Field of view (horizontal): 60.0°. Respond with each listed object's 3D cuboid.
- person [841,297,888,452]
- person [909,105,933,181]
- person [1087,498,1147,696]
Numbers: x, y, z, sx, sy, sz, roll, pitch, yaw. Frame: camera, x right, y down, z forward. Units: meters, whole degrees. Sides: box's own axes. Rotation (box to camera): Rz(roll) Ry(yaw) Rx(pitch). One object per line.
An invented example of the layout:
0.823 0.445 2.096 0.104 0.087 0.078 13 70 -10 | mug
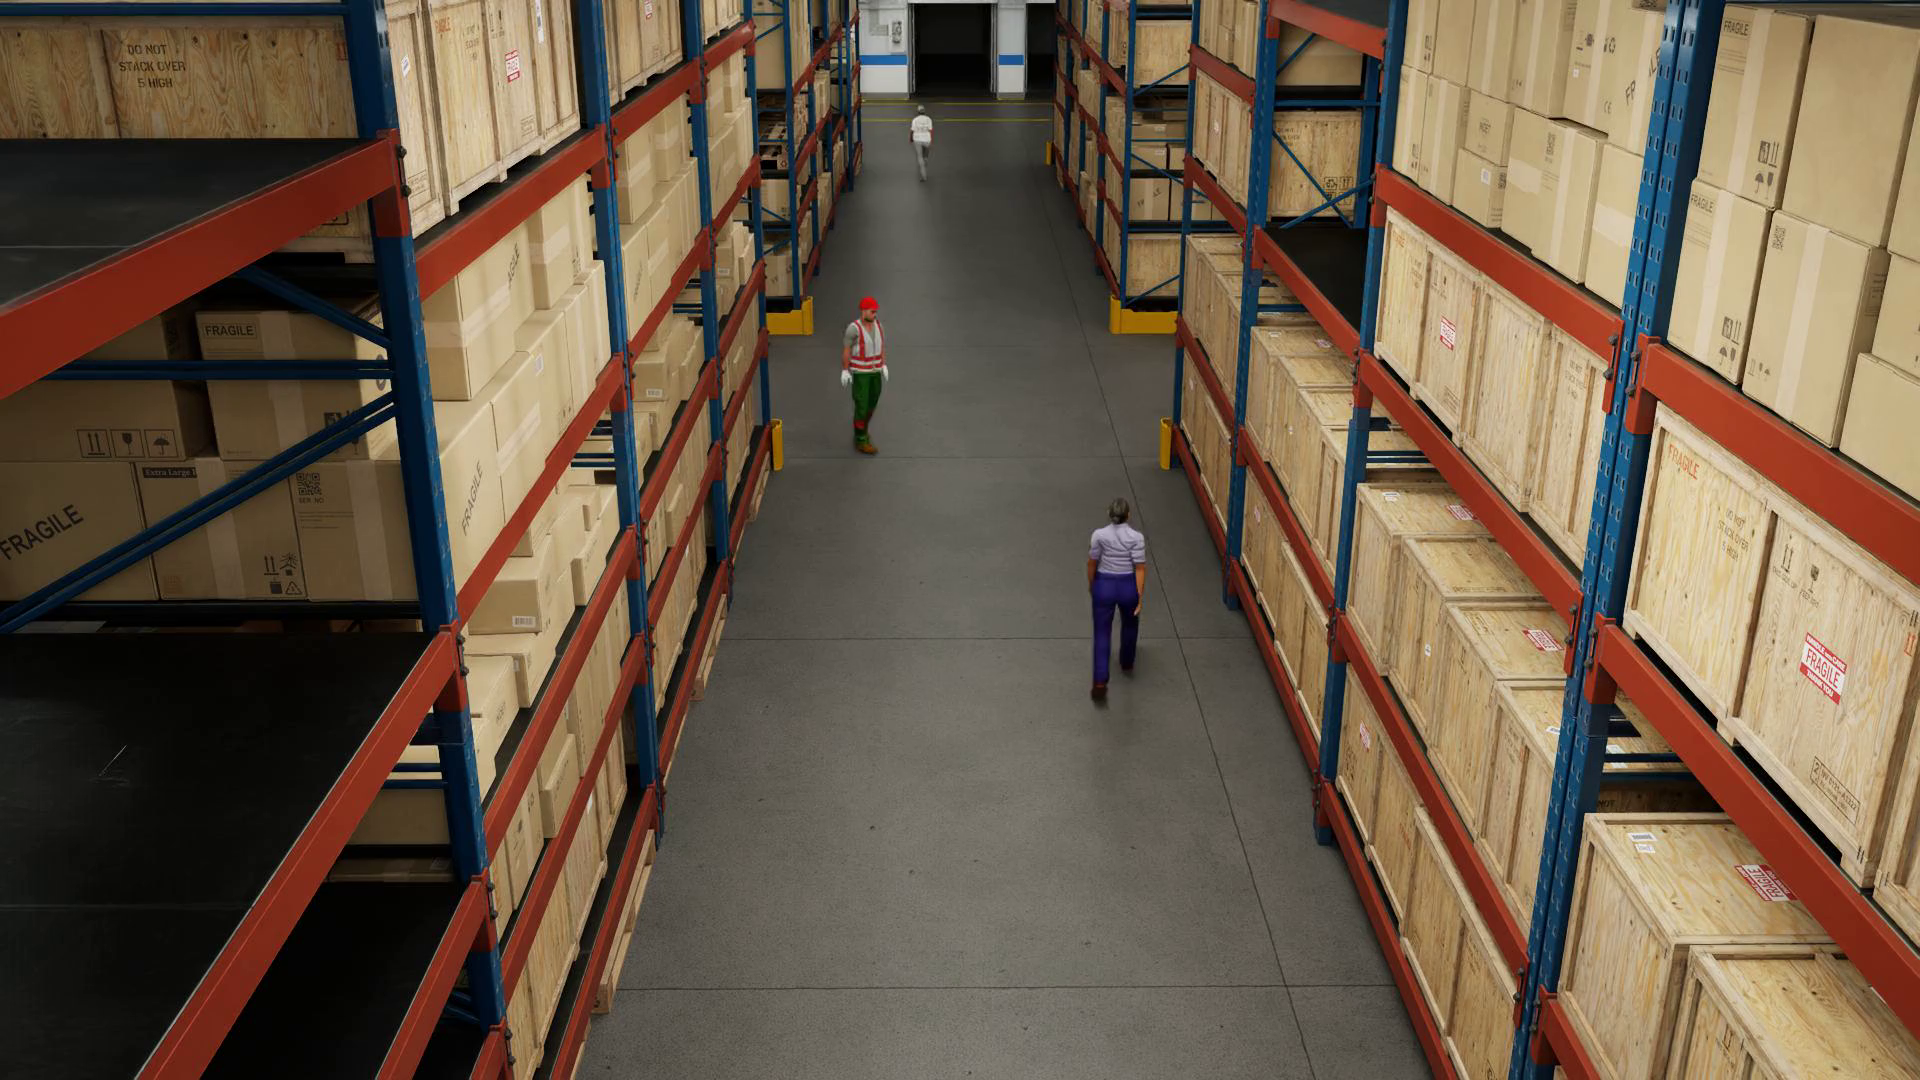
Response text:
-1.111 -1.969 19.466 0.582 1.780 0.725 -19 28 -40 | person
-0.885 -8.924 37.285 0.489 1.626 0.946 -8 23 -20 | person
1.273 0.421 13.608 0.482 1.614 0.949 1 22 4 | person
